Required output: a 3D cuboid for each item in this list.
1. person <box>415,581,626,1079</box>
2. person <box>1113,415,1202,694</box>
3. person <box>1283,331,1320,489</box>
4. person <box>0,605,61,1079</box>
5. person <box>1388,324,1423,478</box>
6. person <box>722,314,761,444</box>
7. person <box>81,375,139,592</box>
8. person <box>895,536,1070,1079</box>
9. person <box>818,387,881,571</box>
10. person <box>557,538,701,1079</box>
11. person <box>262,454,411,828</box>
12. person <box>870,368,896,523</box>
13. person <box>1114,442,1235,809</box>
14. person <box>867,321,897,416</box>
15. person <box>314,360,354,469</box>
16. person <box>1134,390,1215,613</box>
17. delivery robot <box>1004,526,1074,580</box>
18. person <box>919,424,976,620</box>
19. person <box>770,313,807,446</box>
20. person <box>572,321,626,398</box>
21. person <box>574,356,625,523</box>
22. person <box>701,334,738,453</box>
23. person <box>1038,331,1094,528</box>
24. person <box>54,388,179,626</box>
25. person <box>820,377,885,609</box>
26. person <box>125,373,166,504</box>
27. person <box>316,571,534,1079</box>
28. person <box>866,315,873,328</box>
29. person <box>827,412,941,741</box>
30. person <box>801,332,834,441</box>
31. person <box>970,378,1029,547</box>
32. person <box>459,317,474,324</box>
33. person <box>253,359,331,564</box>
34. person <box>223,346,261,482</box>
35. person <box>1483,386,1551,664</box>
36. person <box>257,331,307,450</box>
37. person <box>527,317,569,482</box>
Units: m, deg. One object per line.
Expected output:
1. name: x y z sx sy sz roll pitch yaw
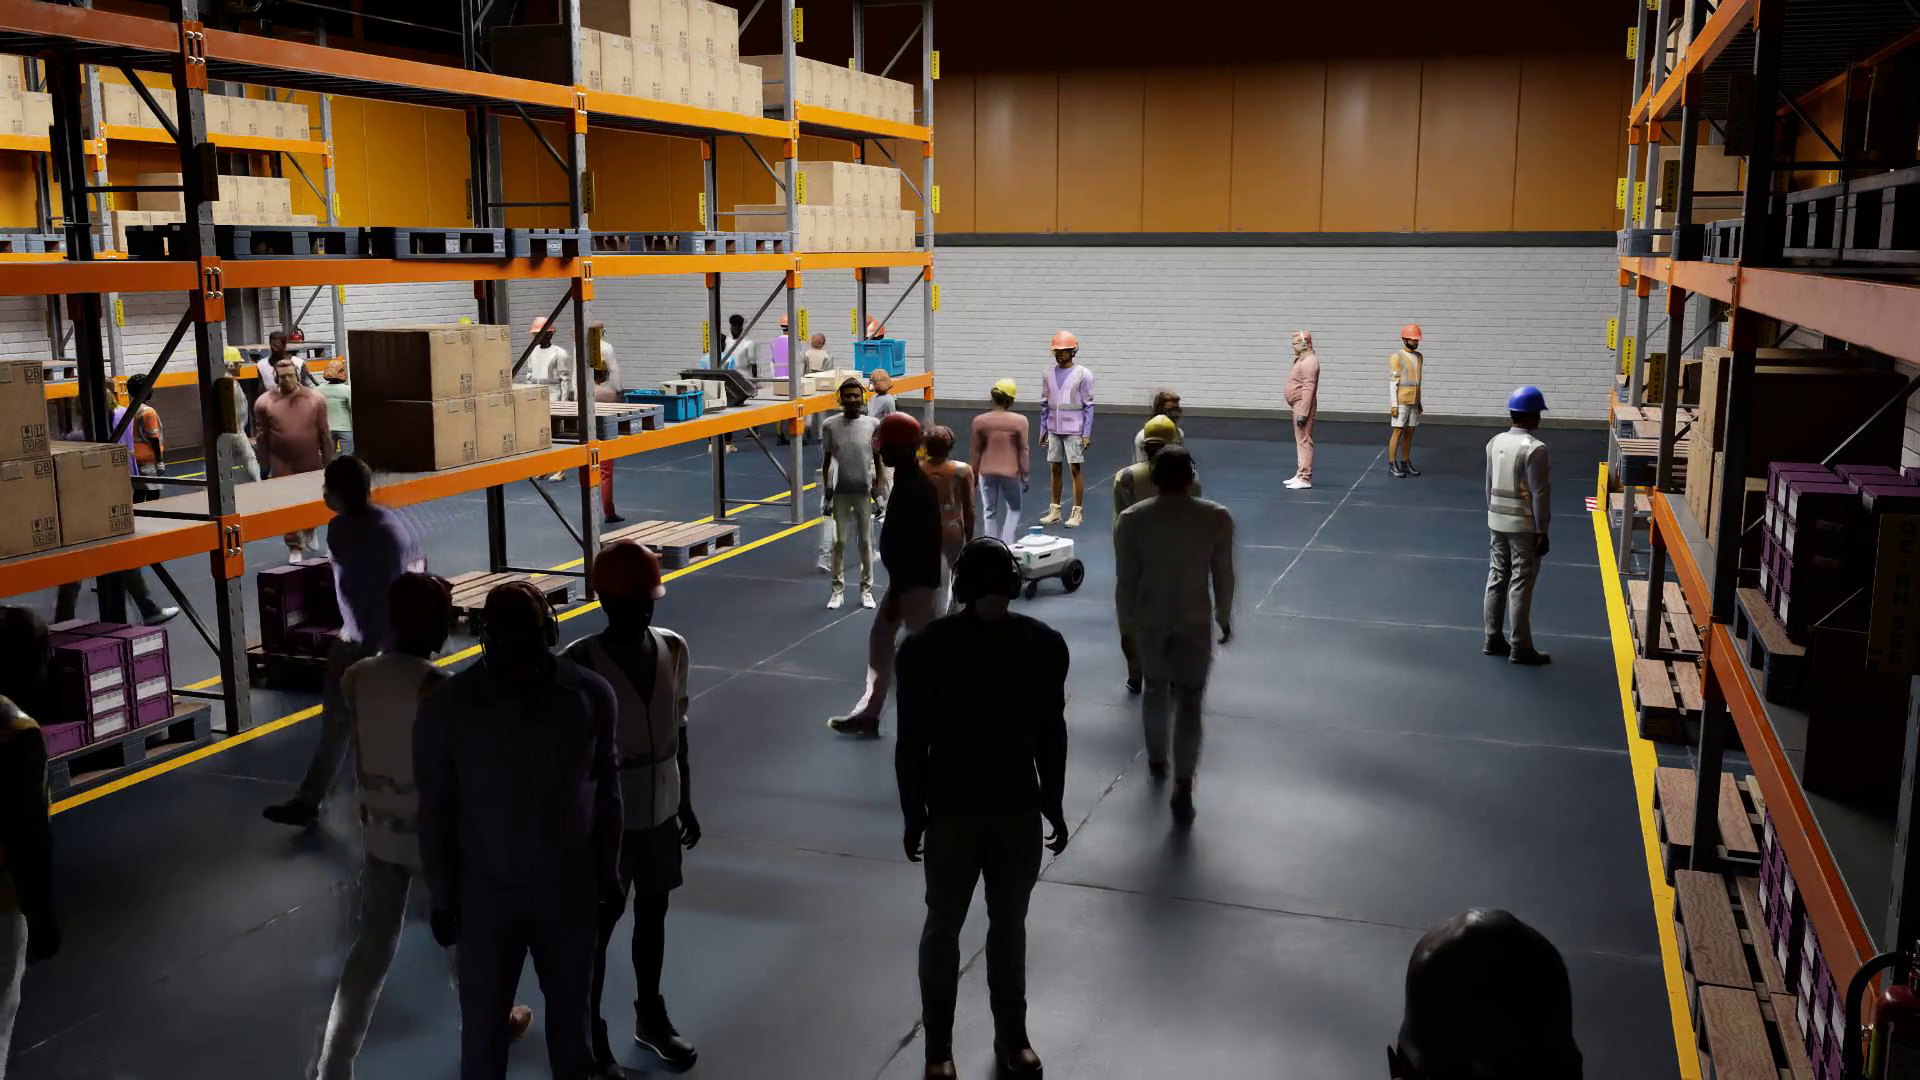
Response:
1. person: -1.346 1.065 5.200 0.640 1.909 0.409 -5 11 -27
2. person: 1.290 0.100 10.841 0.590 1.833 0.404 2 10 8
3. person: 4.109 -1.566 20.037 0.409 1.903 0.639 1 10 8
4. person: -3.058 1.108 5.228 0.653 1.812 0.481 7 12 34
5. person: 5.658 -1.755 20.992 0.553 1.935 0.362 -7 12 -35
6. person: -3.285 -2.399 24.724 0.611 1.919 1.004 7 12 35
7. person: -7.175 -0.482 14.079 0.389 1.846 0.565 1 10 6
8. person: 0.085 0.942 5.800 0.627 1.940 0.372 -3 10 -15
9. person: -1.004 -0.578 15.046 0.501 1.697 0.917 5 11 25
10. person: -1.135 0.945 5.790 0.375 1.935 0.551 10 14 44
11. person: -3.028 0.518 8.355 0.641 1.879 1.032 7 12 35
12. person: -0.825 -1.004 17.629 0.270 1.631 0.496 -5 11 -25
13. person: 1.126 0.432 8.802 0.632 1.901 0.991 2 10 10
14. person: -1.080 -1.903 21.858 0.541 1.932 0.382 3 11 18
15. person: -7.015 -1.210 18.781 0.505 1.633 0.279 1 10 4
16. person: 1.606 -0.268 13.006 0.530 1.789 0.970 -7 12 -34
17. delivery robot: 0.650 0.128 14.018 0.477 0.478 0.707 8 13 37
18. person: -0.139 -0.029 12.128 0.538 1.623 0.433 2 10 9
19. person: -2.498 -2.327 24.211 0.547 1.939 0.376 7 12 35
20. person: -5.040 -2.133 23.342 0.658 1.865 0.867 6 12 32
21. person: -3.812 -1.059 17.562 0.533 1.766 0.312 4 11 21
22. person: -3.383 -2.064 23.402 0.540 1.698 0.317 3 10 14
23. person: 1.078 -1.142 17.244 0.616 2.041 0.377 7 12 35
24. person: -6.445 -0.208 12.468 0.601 1.880 0.989 5 11 26
25. person: -0.867 -0.372 13.382 0.524 1.876 0.325 -1 10 -3
26. person: -7.854 -0.755 16.044 0.533 1.697 0.318 7 12 34
27. person: -1.873 1.023 5.656 0.577 1.843 0.993 4 11 22
28. person: -1.295 -2.269 23.886 0.402 1.945 0.651 3 11 17
29. person: -0.433 0.238 9.683 0.831 1.962 0.653 -1 10 -5
30. person: -2.134 -2.279 24.806 0.538 1.623 0.406 1 10 4
31. person: 0.358 -0.579 14.894 0.550 1.739 0.419 2 10 12
32. person: -7.930 -2.714 26.900 0.326 1.760 0.524 -2 10 -10
33. person: -6.149 -0.731 15.358 0.662 1.887 0.492 -5 11 -25
34. person: -8.108 -1.276 18.725 0.893 1.788 0.596 -10 14 -43
35. person: 3.920 -0.108 11.681 0.380 1.950 0.605 -4 11 -19
36. person: -8.111 -1.554 19.968 0.593 1.907 0.450 0 10 -2
37. person: -5.106 -1.729 20.548 0.605 2.045 0.388 5 11 27
